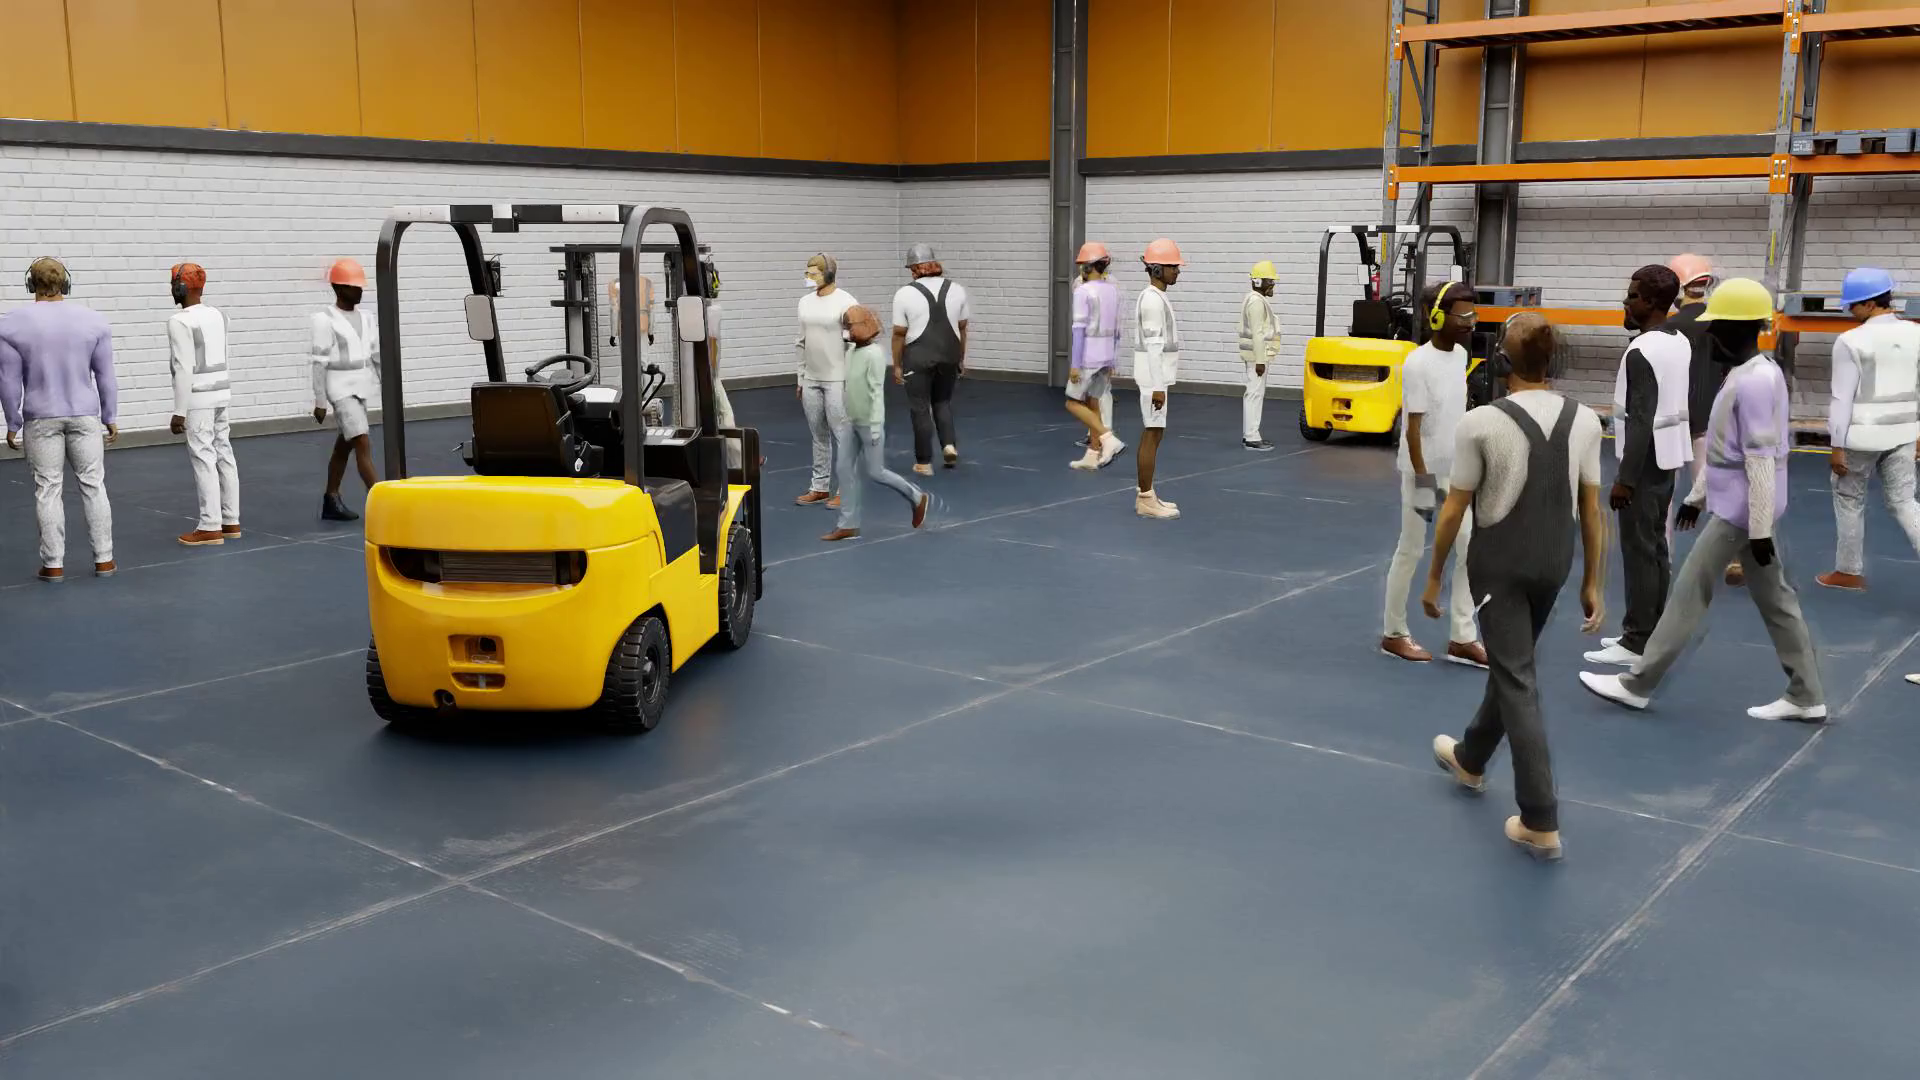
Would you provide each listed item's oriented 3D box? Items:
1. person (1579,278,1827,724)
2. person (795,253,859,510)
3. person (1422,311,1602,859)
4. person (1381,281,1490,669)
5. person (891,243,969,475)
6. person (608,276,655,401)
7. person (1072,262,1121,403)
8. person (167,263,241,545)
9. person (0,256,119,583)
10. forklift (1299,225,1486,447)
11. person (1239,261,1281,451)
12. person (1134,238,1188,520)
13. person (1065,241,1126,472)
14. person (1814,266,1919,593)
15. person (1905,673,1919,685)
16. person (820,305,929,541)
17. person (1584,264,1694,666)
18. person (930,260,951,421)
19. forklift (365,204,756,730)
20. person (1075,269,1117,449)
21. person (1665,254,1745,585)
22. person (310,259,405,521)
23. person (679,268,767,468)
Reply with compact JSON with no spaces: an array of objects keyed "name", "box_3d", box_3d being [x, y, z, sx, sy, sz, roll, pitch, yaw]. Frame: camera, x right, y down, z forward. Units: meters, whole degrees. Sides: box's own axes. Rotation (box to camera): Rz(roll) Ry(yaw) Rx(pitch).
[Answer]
[{"name":"person","box_3d":[3.231,-0.155,7.025,1.000,1.875,0.596,5,12,27]},{"name":"person","box_3d":[-1.002,-1.200,12.633,0.633,1.936,0.353,9,13,40]},{"name":"person","box_3d":[1.886,0.116,5.742,0.533,1.791,0.953,-2,10,-12]},{"name":"person","box_3d":[2.318,-0.289,7.842,0.572,1.835,0.768,-9,13,-40]},{"name":"person","box_3d":[-0.292,-1.584,14.474,0.697,2.000,0.538,-4,11,-23]},{"name":"person","box_3d":[-3.971,-2.544,20.109,0.589,1.928,0.386,-7,12,-34]},{"name":"person","box_3d":[1.729,-2.663,20.827,0.652,1.906,0.402,7,12,32]},{"name":"person","box_3d":[-5.086,-0.904,11.147,0.356,1.883,0.573,1,10,8]},{"name":"person","box_3d":[-5.369,-0.715,9.943,0.635,1.939,0.367,-7,12,-34]},{"name":"forklift","box_3d":[4.449,-2.115,16.993,1.214,2.155,2.313,8,13,38]},{"name":"person","box_3d":[2.917,-1.787,16.184,0.404,1.828,0.603,1,10,6]},{"name":"person","box_3d":[1.464,-1.177,12.214,0.373,2.042,0.614,1,10,5]},{"name":"person","box_3d":[1.191,-1.576,14.478,0.526,2.024,0.628,8,13,37]},{"name":"person","box_3d":[5.189,-0.575,9.311,0.640,1.893,0.863,-1,10,-7]},{"name":"person","box_3d":[4.540,-0.182,7.484,0.542,1.751,0.466,-9,14,-41]},{"name":"person","box_3d":[-0.585,-0.796,11.317,0.710,1.603,0.503,-7,12,-33]},{"name":"person","box_3d":[3.286,-0.350,7.969,0.392,1.922,0.592,7,13,35]},{"name":"person","box_3d":[-0.294,-2.208,18.550,0.653,1.816,0.726,-1,10,-7]},{"name":"forklift","box_3d":[-1.766,-0.406,7.525,1.214,2.155,2.313,1,10,7]},{"name":"person","box_3d":[1.322,-1.800,16.281,0.403,1.826,0.591,-3,11,-16]},{"name":"person","box_3d":[4.378,-0.709,9.862,0.621,1.963,0.888,-3,11,-14]},{"name":"person","box_3d":[-4.273,-1.049,11.904,0.949,1.888,0.570,3,11,17]},{"name":"person","box_3d":[-2.112,-1.389,14.036,0.521,1.813,0.981,9,13,40]}]
